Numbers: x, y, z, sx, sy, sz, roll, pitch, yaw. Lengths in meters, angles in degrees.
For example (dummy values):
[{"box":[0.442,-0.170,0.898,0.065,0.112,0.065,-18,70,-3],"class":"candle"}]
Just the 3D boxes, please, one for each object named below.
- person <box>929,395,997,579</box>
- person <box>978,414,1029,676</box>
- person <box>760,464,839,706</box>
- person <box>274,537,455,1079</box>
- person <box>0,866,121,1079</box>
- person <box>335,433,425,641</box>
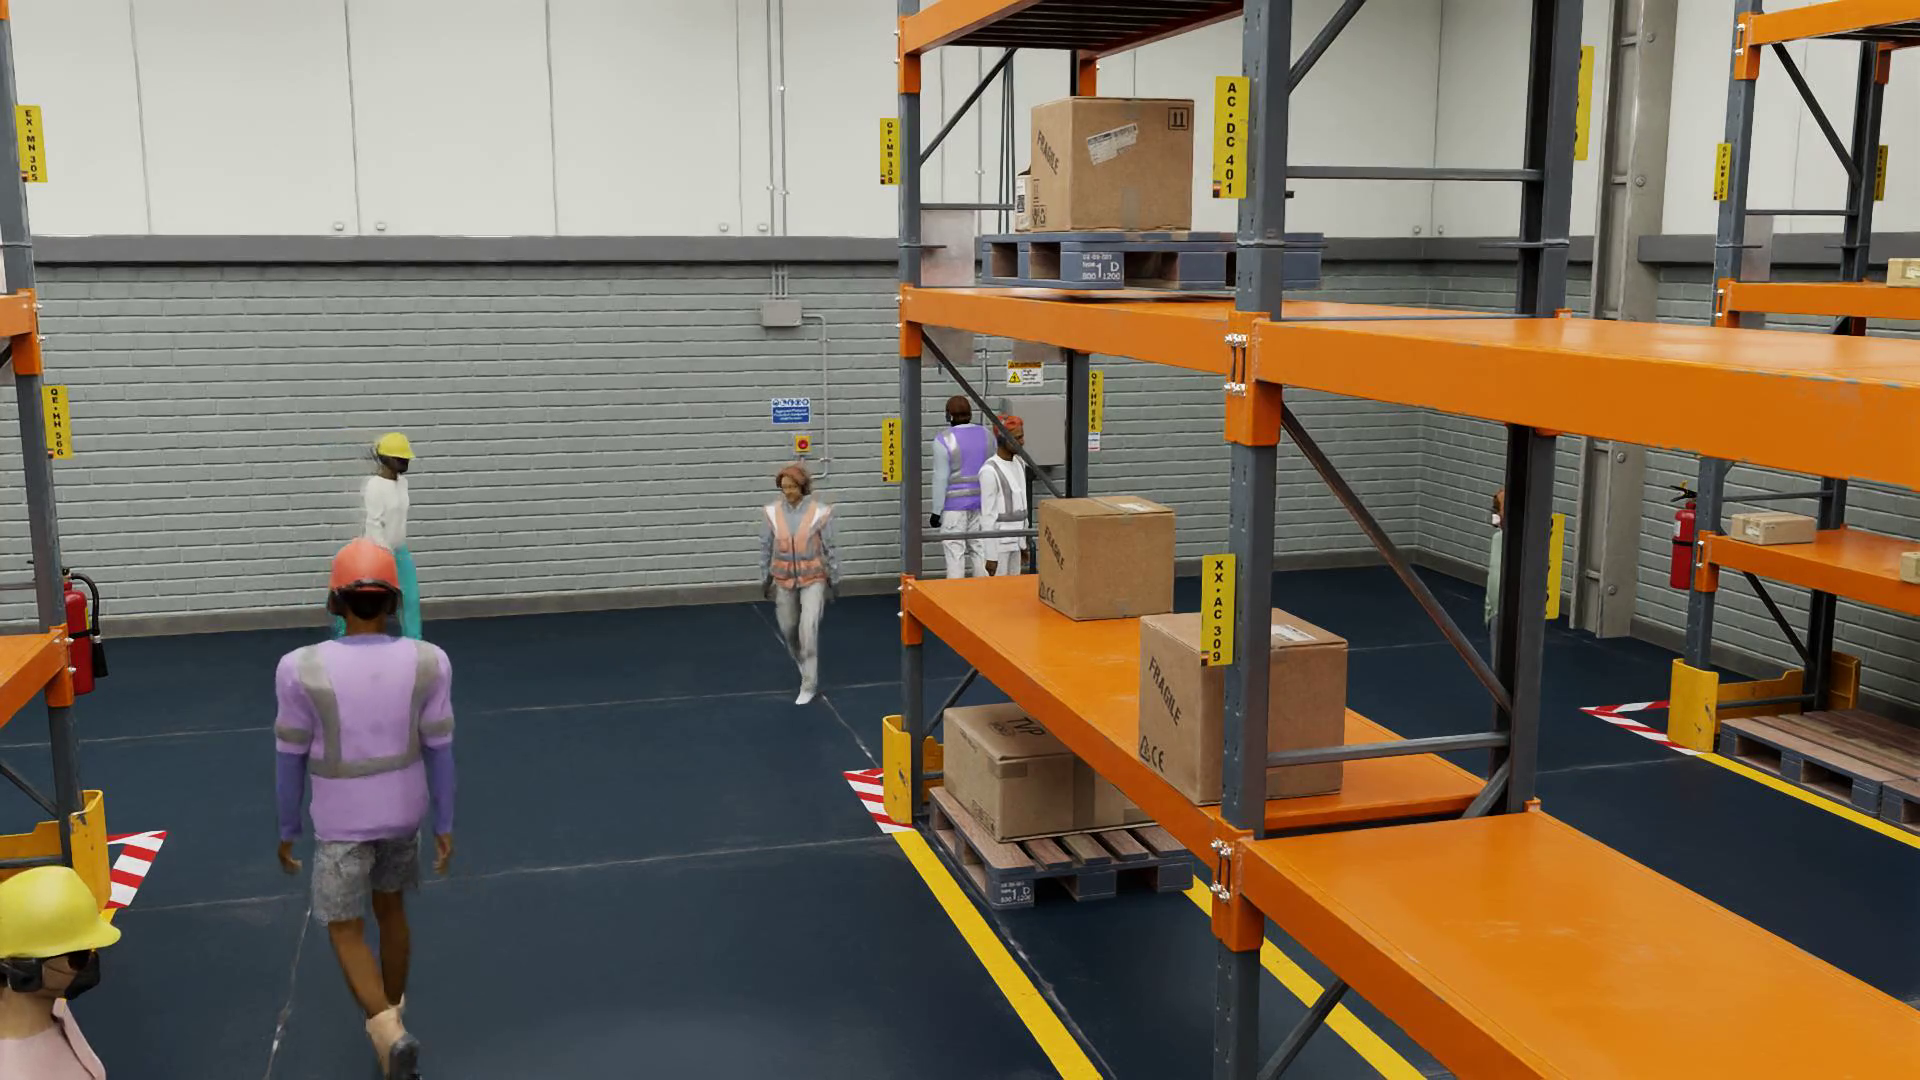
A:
[{"box":[0.004,-0.277,13.731,0.619,1.839,0.430,-8,13,-37],"class":"person"},{"box":[0.314,0.045,11.798,0.353,1.879,0.567,4,11,24],"class":"person"},{"box":[-1.071,0.264,11.301,0.548,1.610,0.683,2,10,10],"class":"person"},{"box":[-2.100,0.999,5.977,0.614,2.010,0.875,-7,12,-34],"class":"person"},{"box":[-1.930,1.546,3.573,0.340,1.757,0.518,-4,11,-23],"class":"person"},{"box":[-4.226,0.067,12.092,0.843,1.722,0.509,3,10,16],"class":"person"}]
